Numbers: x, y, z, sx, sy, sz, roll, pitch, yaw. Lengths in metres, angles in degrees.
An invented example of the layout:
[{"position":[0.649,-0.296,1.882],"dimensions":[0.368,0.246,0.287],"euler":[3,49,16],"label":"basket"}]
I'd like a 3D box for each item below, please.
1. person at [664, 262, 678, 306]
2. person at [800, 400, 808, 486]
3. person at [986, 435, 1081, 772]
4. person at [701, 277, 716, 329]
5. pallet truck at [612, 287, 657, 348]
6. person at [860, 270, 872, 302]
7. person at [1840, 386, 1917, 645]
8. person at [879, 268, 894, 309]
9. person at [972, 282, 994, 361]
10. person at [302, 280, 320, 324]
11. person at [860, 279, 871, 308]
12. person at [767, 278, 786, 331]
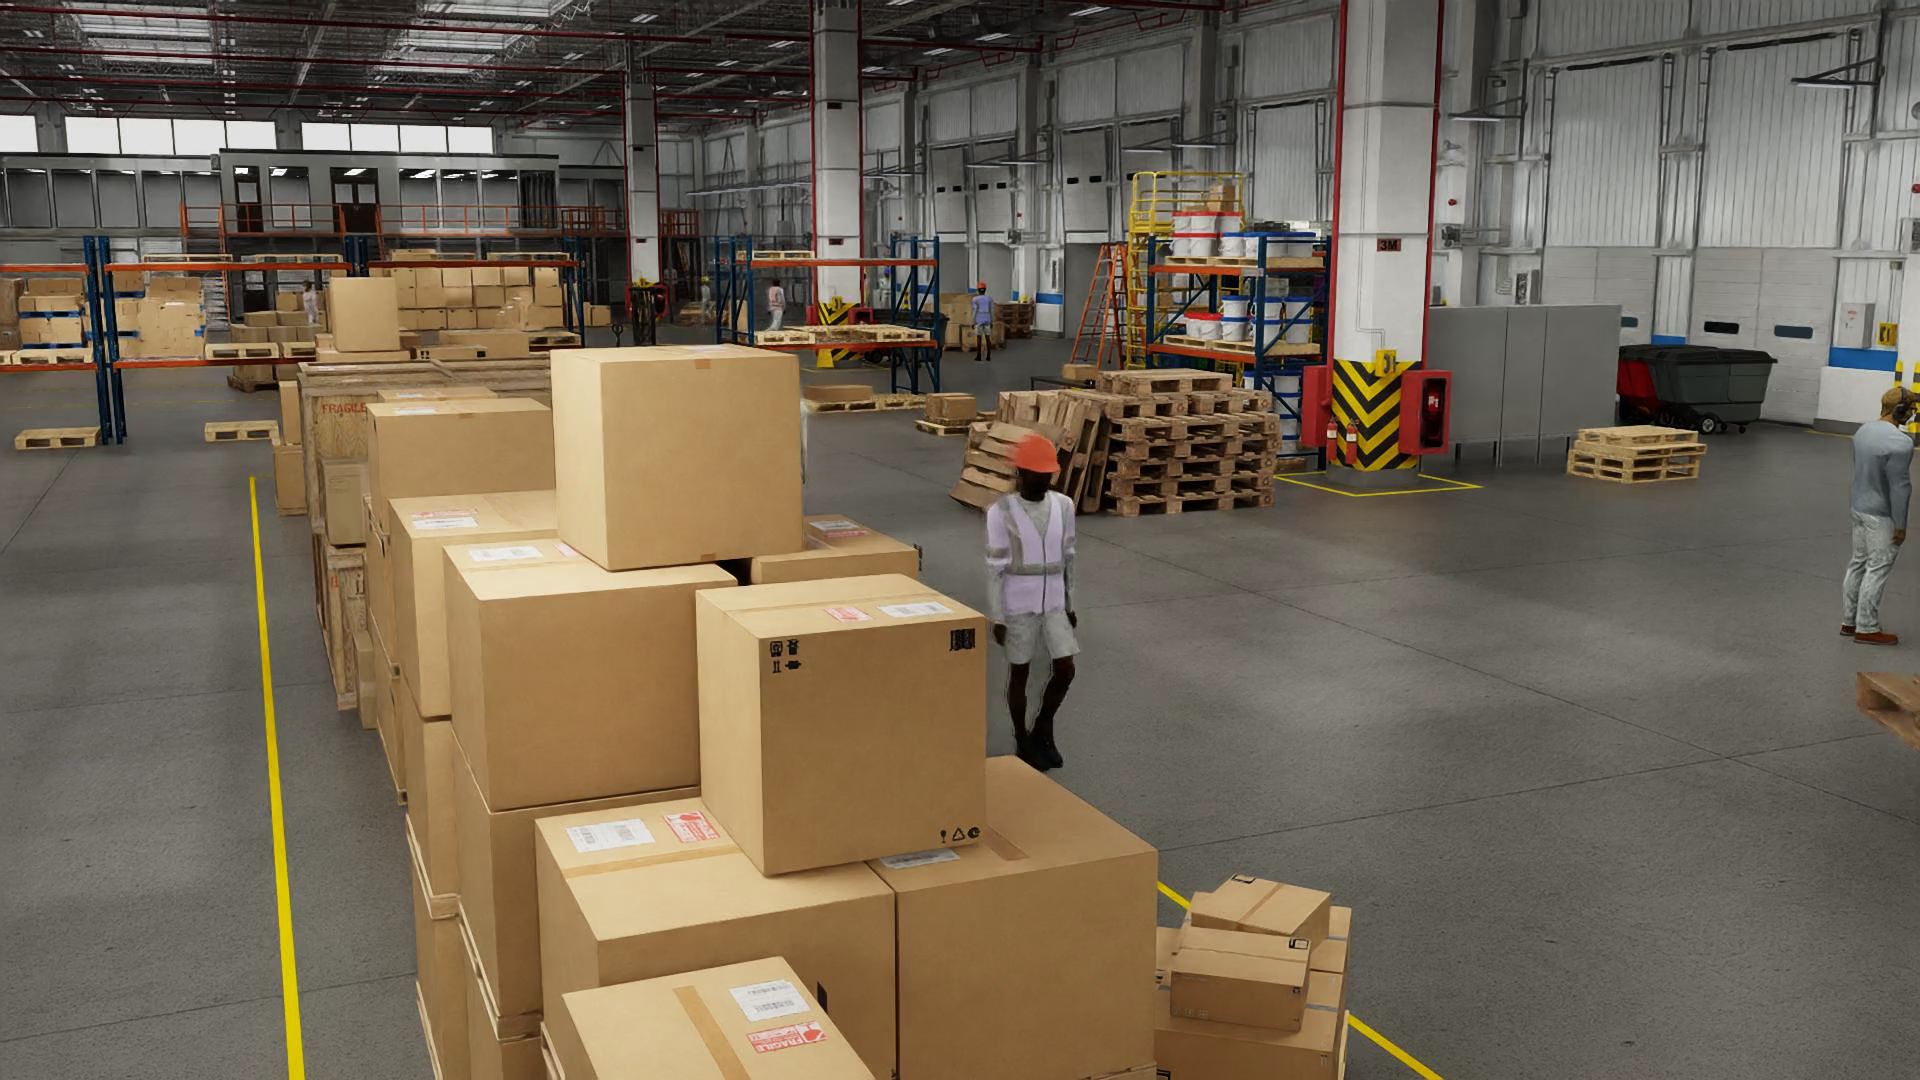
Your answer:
[{"position":[-12.909,-11.437,74.197],"dimensions":[0.612,1.986,0.407],"euler":[-1,10,-3],"label":"person"},{"position":[-1.670,-0.683,15.208],"dimensions":[0.627,1.892,1.037],"euler":[-6,12,-31],"label":"person"},{"position":[0.429,0.371,9.279],"dimensions":[0.579,1.921,0.452],"euler":[-5,11,-24],"label":"person"},{"position":[-8.337,-7.845,55.089],"dimensions":[0.649,1.717,0.518],"euler":[-7,12,-33],"label":"person"},{"position":[-6.464,-4.406,35.401],"dimensions":[0.823,1.965,1.885],"euler":[6,12,32],"label":"pallet truck"},{"position":[-3.475,-8.726,59.490],"dimensions":[0.660,1.909,0.576],"euler":[-7,13,-35],"label":"person"},{"position":[6.804,-0.176,12.299],"dimensions":[0.387,1.928,0.639],"euler":[0,10,0],"label":"person"},{"position":[-2.589,-8.695,59.215],"dimensions":[0.612,1.938,0.421],"euler":[-3,11,-16],"label":"person"},{"position":[0.549,-5.366,40.874],"dimensions":[0.543,1.933,0.369],"euler":[-3,11,-16],"label":"person"},{"position":[-16.938,-5.825,43.433],"dimensions":[0.382,1.931,0.625],"euler":[-9,13,-39],"label":"person"},{"position":[-2.853,-6.557,47.687],"dimensions":[0.634,1.841,0.429],"euler":[-2,11,-12],"label":"person"},{"position":[-5.494,-6.877,49.509],"dimensions":[0.632,1.826,0.716],"euler":[9,14,42],"label":"person"}]
